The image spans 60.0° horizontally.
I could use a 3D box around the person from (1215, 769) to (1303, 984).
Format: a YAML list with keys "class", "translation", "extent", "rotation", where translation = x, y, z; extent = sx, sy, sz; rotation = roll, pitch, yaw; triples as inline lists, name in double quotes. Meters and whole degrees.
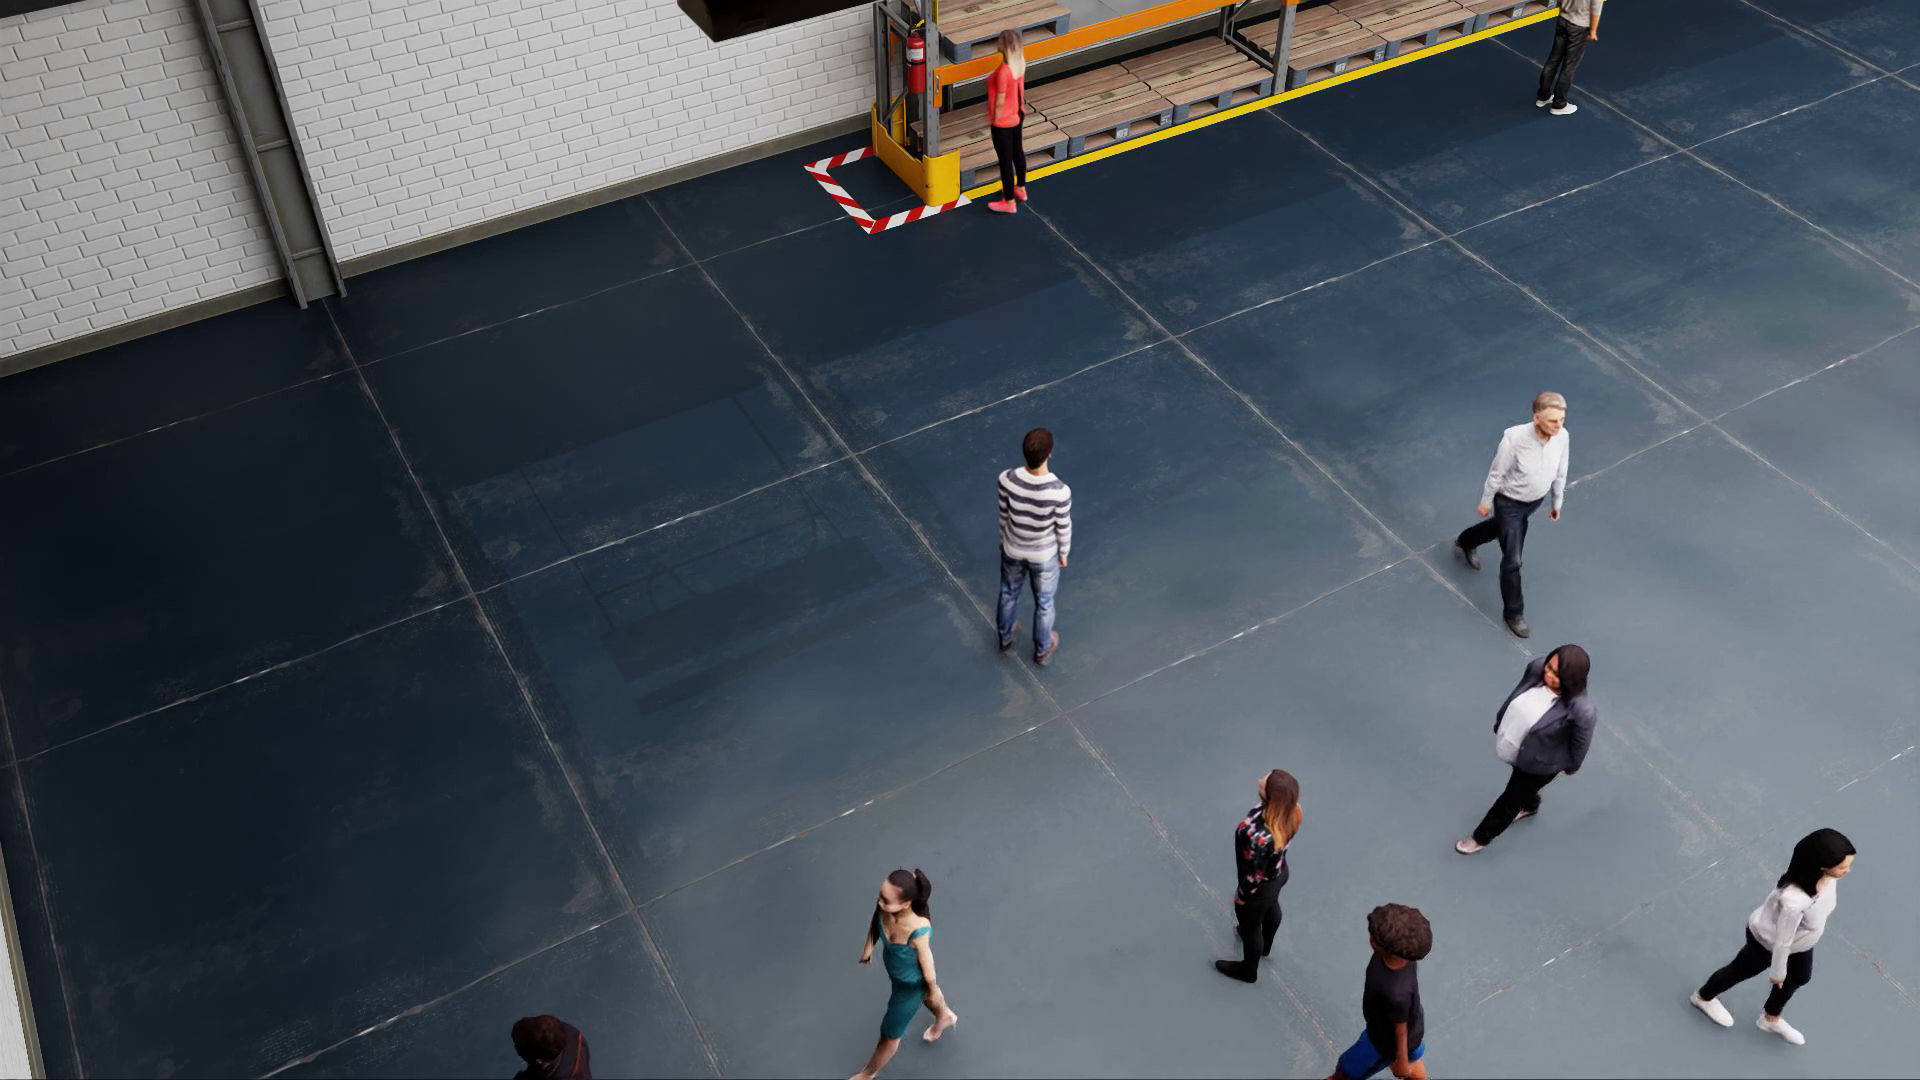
- class: "person"
  translation: [1.636, 1.803, 8.956]
  extent: [0.703, 1.683, 0.578]
  rotation: [26, 49, 25]

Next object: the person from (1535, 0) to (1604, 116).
- class: "person"
  translation: [5.902, -4.977, 15.979]
  extent: [0.533, 1.812, 0.660]
  rotation: [-20, 47, -20]

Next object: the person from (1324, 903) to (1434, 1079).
- class: "person"
  translation: [2.212, 2.432, 8.253]
  extent: [1.172, 1.742, 1.085]
  rotation: [8, 44, 9]

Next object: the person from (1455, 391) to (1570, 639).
- class: "person"
  translation: [3.691, -0.318, 11.116]
  extent: [1.208, 1.774, 0.891]
  rotation: [-13, 45, -13]

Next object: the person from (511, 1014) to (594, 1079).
- class: "person"
  translation: [-1.812, 2.767, 7.768]
  extent: [0.777, 1.925, 0.789]
  rotation: [0, 44, 0]

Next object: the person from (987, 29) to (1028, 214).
- class: "person"
  translation: [0.439, -3.721, 14.749]
  extent: [0.737, 1.690, 0.644]
  rotation: [19, 47, 19]

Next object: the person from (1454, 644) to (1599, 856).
- class: "person"
  translation: [3.411, 1.177, 9.697]
  extent: [0.978, 1.566, 0.769]
  rotation: [-15, 45, -15]

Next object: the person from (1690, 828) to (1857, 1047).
- class: "person"
  translation: [4.216, 2.020, 8.728]
  extent: [0.811, 1.682, 0.826]
  rotation: [34, 53, 31]

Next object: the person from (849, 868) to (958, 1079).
- class: "person"
  translation: [-0.202, 2.195, 8.570]
  extent: [1.005, 1.647, 0.614]
  rotation: [-24, 49, -23]

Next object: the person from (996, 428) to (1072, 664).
- class: "person"
  translation: [0.448, 0.048, 10.679]
  extent: [0.706, 1.847, 0.749]
  rotation: [13, 45, 13]
